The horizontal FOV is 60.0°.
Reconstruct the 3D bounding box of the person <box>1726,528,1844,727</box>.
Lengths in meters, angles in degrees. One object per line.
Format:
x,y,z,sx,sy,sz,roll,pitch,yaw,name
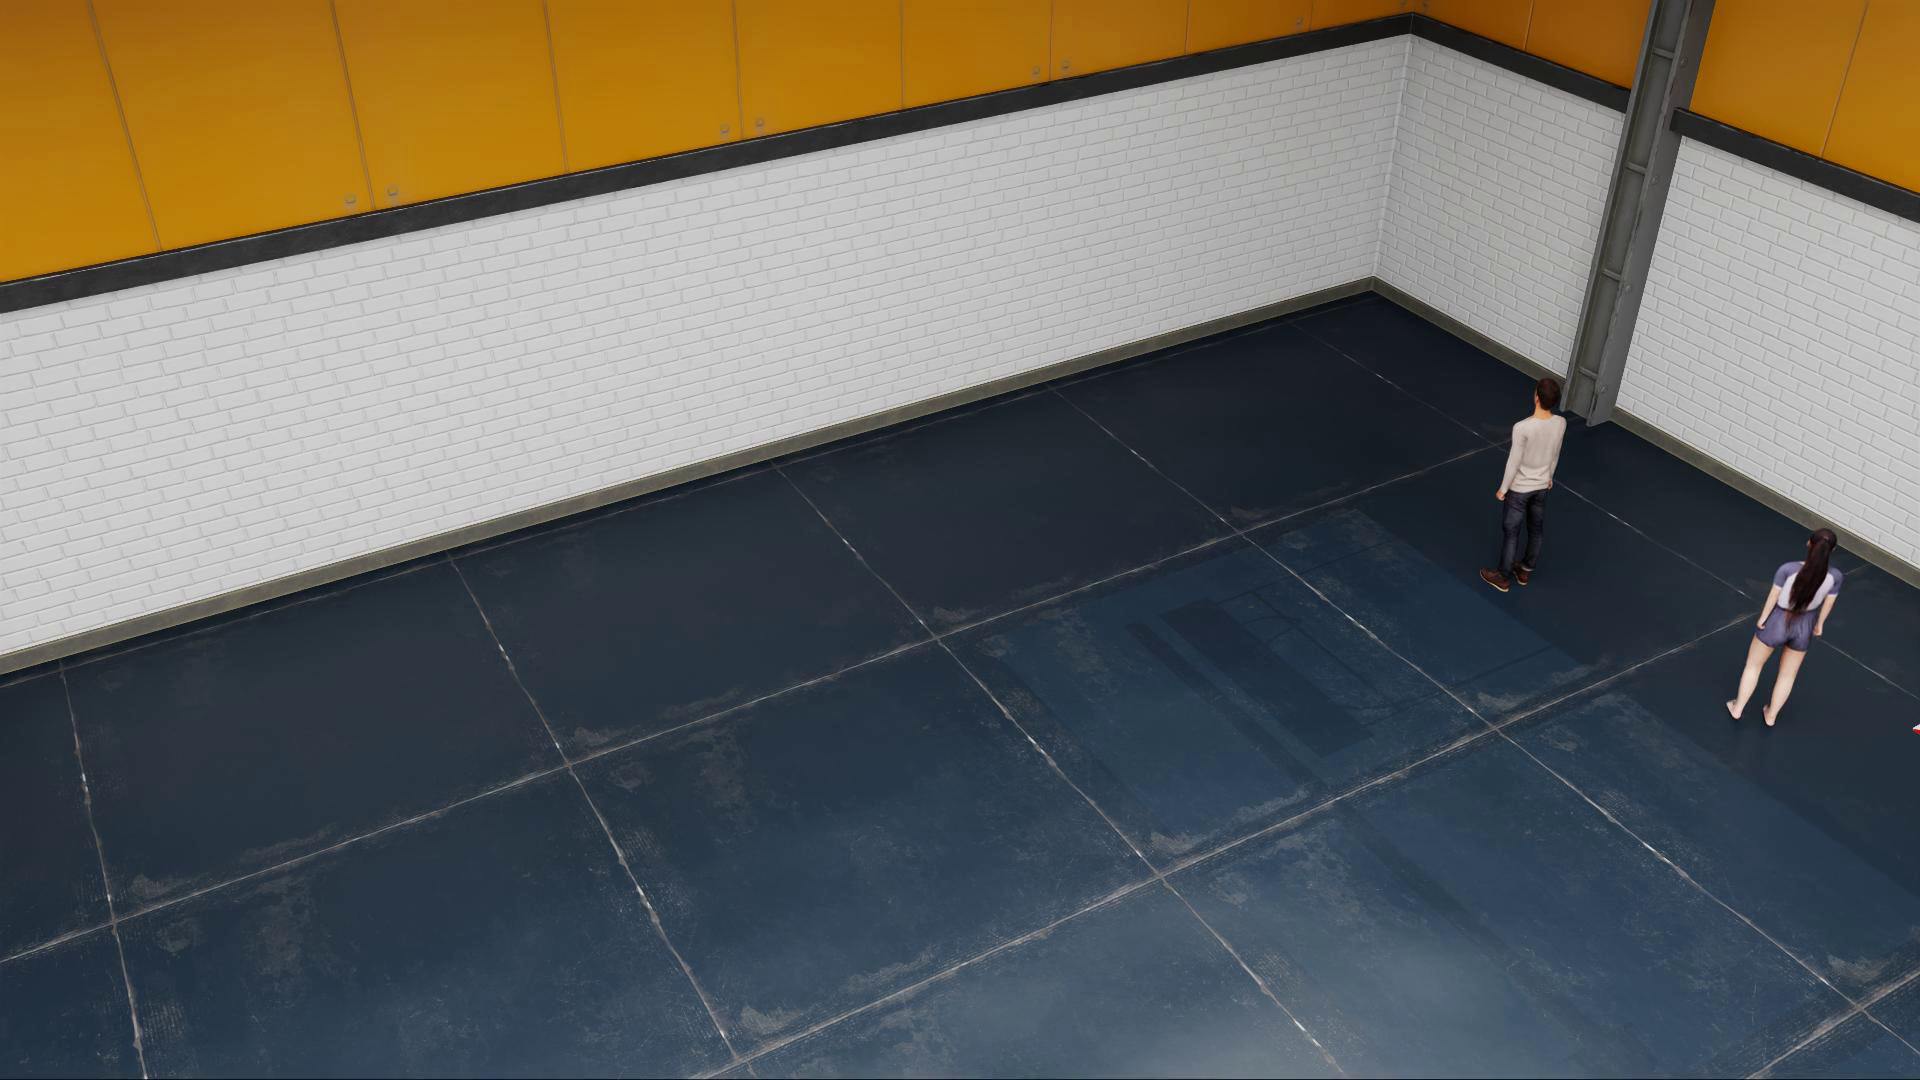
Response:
5.879,0.637,11.782,0.672,1.645,0.722,7,34,10,person

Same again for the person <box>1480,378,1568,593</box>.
4.504,-0.432,13.191,0.693,1.866,0.618,-11,35,-16,person
